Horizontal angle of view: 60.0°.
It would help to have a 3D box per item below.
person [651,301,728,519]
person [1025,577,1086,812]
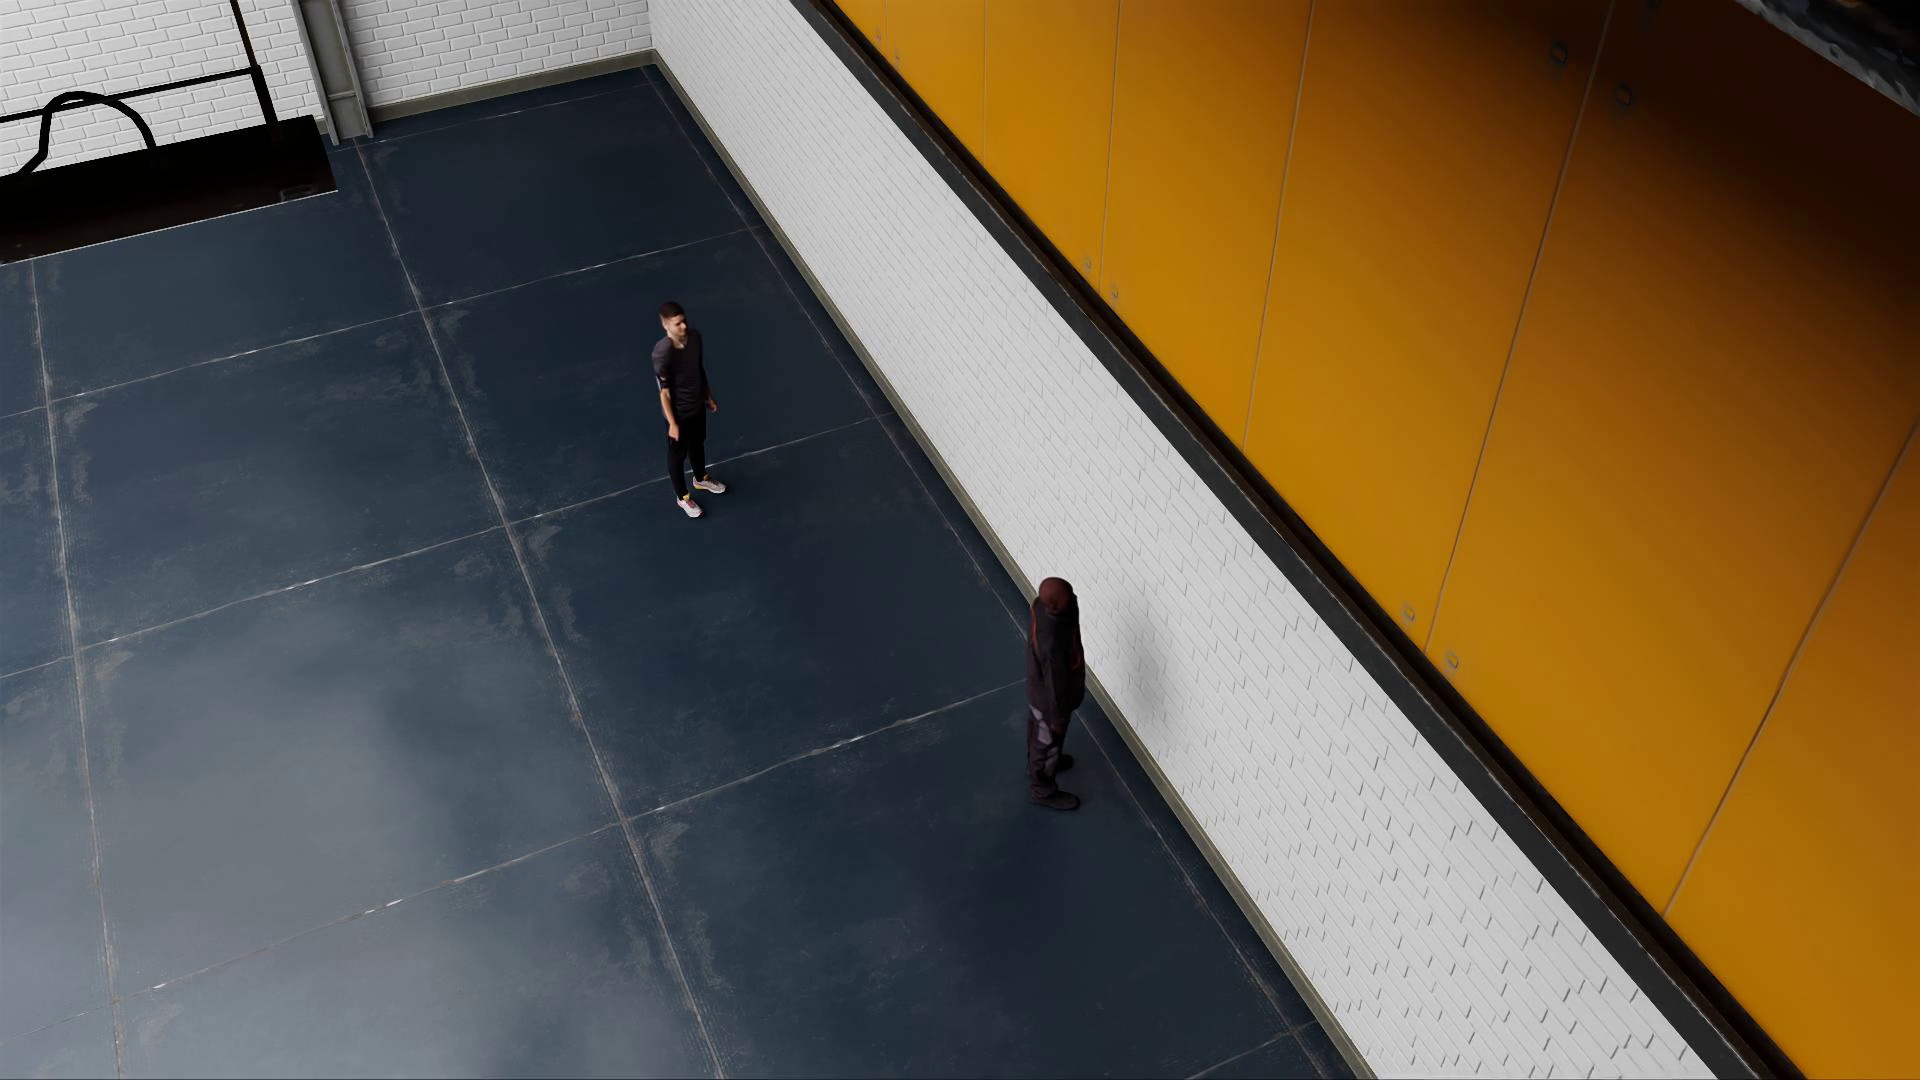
[{"bbox_3d":[-1.986,-0.971,11.998,0.784,1.764,0.681,23,48,22],"label":"person"},{"bbox_3d":[0.535,0.886,10.004,0.738,1.826,0.777,-2,44,-2],"label":"person"}]
